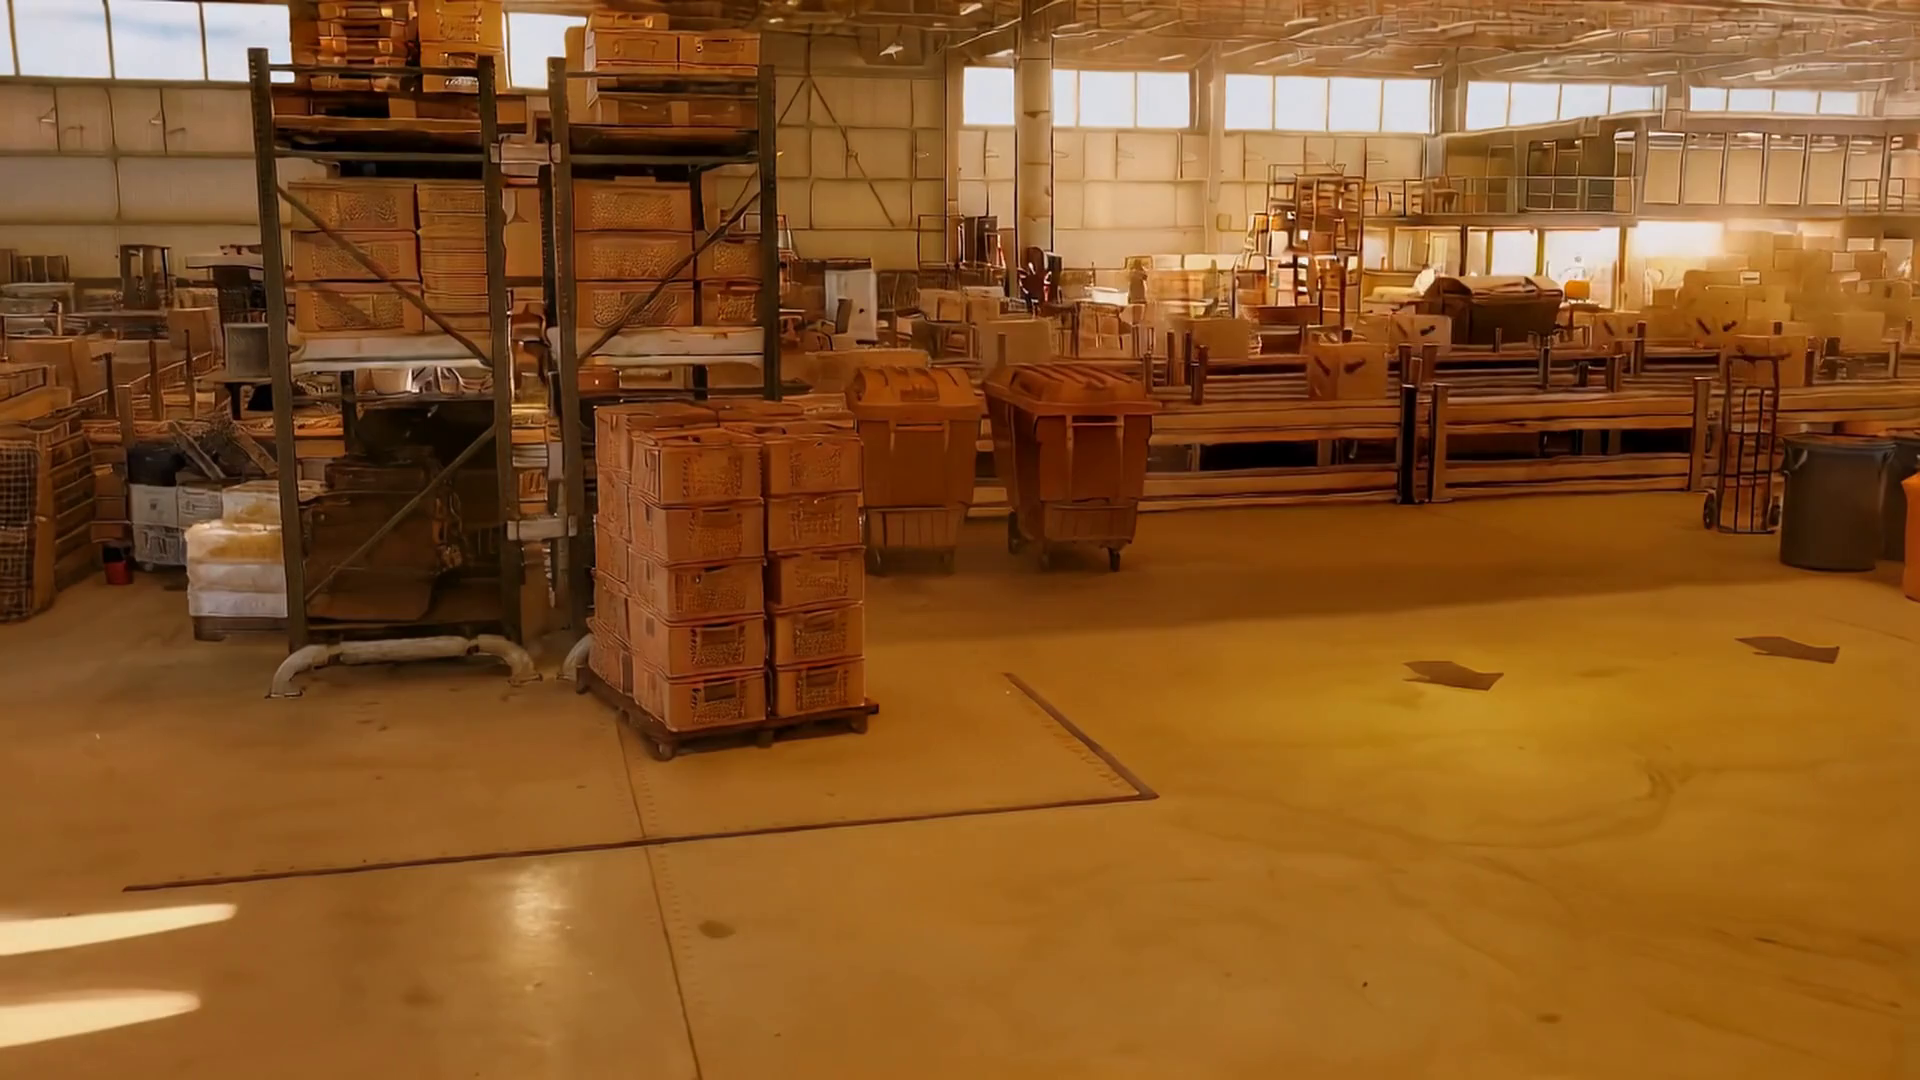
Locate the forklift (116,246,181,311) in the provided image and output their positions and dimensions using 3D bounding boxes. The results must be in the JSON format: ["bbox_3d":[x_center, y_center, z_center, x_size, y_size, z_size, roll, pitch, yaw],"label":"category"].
[{"bbox_3d":[-19.966,-6.232,40.894,1.157,1.987,2.680,-3,10,-15],"label":"forklift"}]

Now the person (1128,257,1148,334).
[{"bbox_3d":[4.350,-5.925,40.392,0.552,1.857,0.493,6,11,29],"label":"person"}]

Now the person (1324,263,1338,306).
[{"bbox_3d":[11.488,-7.954,51.879,0.598,1.866,0.619,6,12,30],"label":"person"}]

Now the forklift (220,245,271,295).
[{"bbox_3d":[-17.749,-6.334,41.440,1.157,1.987,2.680,-3,10,-17],"label":"forklift"}]

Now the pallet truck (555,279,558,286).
[{"bbox_3d":[-10.604,-6.375,44.520,0.653,1.274,1.630,-3,10,-15],"label":"pallet truck"}]

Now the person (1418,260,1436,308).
[{"bbox_3d":[12.691,-6.725,45.215,0.519,1.761,0.335,9,14,42],"label":"person"}]

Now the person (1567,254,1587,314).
[{"bbox_3d":[19.308,-7.976,51.921,0.605,1.880,0.947,-2,10,-13],"label":"person"}]

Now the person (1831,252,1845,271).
[{"bbox_3d":[22.947,-6.637,43.911,0.746,2.000,0.879,8,13,39],"label":"person"}]
